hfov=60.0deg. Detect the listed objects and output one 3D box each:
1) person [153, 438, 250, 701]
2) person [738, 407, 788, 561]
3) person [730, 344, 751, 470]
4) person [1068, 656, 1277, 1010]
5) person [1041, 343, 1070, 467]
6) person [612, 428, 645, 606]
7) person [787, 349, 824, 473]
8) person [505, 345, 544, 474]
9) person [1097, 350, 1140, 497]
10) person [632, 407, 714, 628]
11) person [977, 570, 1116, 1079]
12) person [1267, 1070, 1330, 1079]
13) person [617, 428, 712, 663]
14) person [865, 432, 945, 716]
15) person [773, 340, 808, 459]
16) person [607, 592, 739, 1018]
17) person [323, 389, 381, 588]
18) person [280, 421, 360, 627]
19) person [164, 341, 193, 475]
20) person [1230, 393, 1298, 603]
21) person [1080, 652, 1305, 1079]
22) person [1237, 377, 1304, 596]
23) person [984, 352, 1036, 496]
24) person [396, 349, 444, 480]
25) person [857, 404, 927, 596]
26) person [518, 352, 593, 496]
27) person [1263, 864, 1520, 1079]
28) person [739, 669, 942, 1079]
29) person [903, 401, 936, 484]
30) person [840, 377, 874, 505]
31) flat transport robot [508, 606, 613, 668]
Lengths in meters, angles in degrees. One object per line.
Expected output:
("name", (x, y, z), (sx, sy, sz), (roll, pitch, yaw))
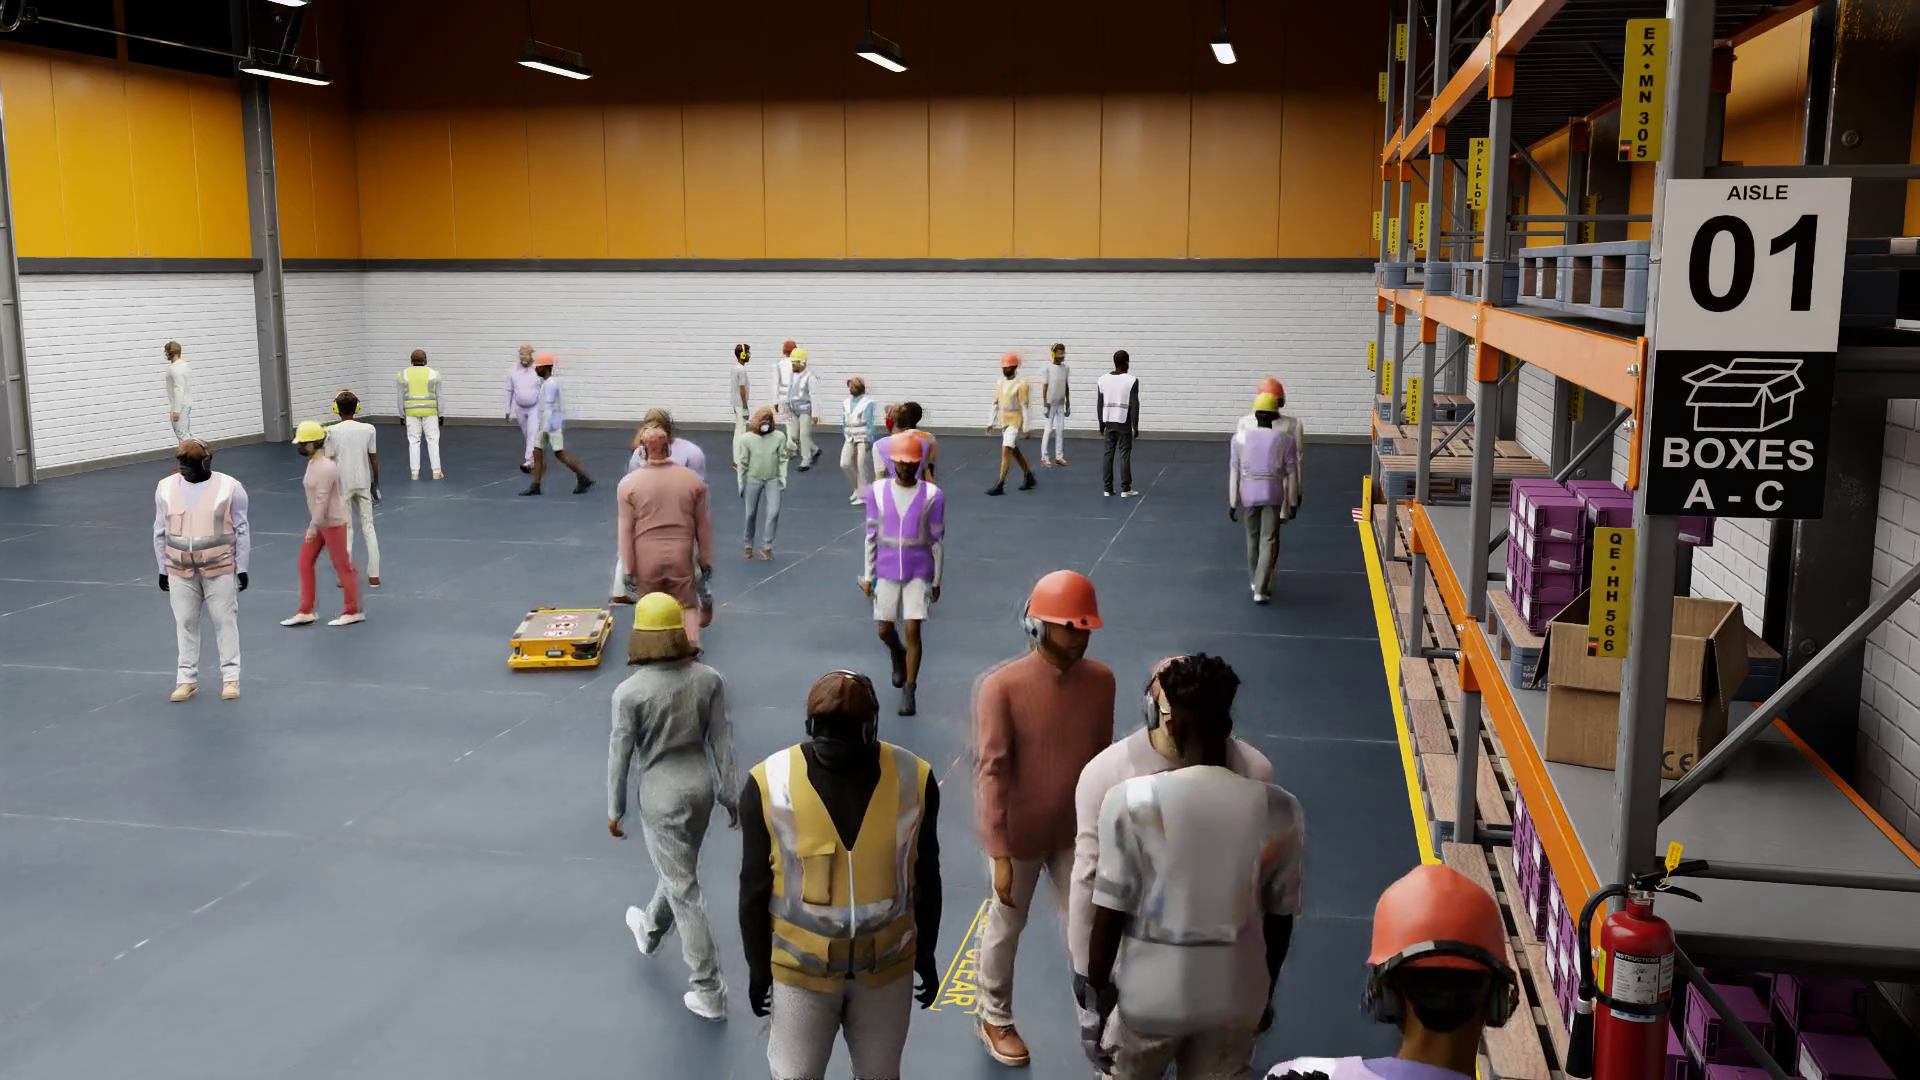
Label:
("person", (-5.278, 0.207, 11.583), (0.619, 1.839, 0.430), (-1, 10, -9))
("person", (-2.014, -0.575, 17.028), (0.518, 1.583, 0.697), (-3, 10, -16))
("person", (-3.228, -1.970, 24.617), (0.328, 1.864, 0.506), (-3, 10, -19))
("person", (0.664, 1.251, 5.238), (0.661, 1.863, 0.975), (0, 9, -1))
("person", (1.445, -2.019, 24.952), (0.511, 1.858, 0.350), (-6, 11, -32))
("person", (-2.769, -0.214, 14.850), (0.847, 1.584, 0.517), (-8, 12, -39))
("person", (-2.245, -1.888, 24.271), (0.552, 1.812, 0.639), (-8, 12, -38))
("person", (-6.309, -1.904, 24.234), (0.670, 1.853, 1.015), (1, 10, 8))
("person", (2.063, -1.516, 21.736), (0.590, 1.913, 0.396), (6, 11, 32))
("person", (-2.307, -0.133, 13.444), (0.651, 1.904, 0.634), (3, 10, 17))
("person", (0.344, 1.075, 6.025), (0.633, 1.939, 1.013), (-5, 11, -27))
("person", (0.568, 1.712, 3.030), (0.554, 1.680, 0.655), (-4, 10, -21))
("person", (-2.063, 0.155, 11.730), (0.671, 1.883, 0.613), (-4, 10, -24))
("person", (-0.367, 0.202, 11.345), (0.550, 1.920, 0.643), (1, 9, 7))
("person", (-2.656, -2.207, 26.099), (0.588, 1.858, 0.880), (2, 10, 13))
("person", (-1.231, 1.053, 6.887), (0.500, 1.681, 0.939), (-8, 12, -39))
("person", (-5.688, -0.469, 15.549), (0.521, 1.873, 0.328), (-6, 11, -33))
("person", (-5.367, -0.114, 13.790), (0.735, 1.734, 0.518), (-8, 12, -40))
("person", (-11.214, -1.887, 23.890), (0.357, 1.937, 0.637), (-3, 10, -17))
("person", (2.749, -0.391, 15.071), (0.601, 1.879, 0.920), (3, 10, 18))
("person", (0.651, 1.288, 4.767), (0.642, 1.932, 0.508), (-1, 9, -5))
("person", (2.897, -0.534, 15.545), (0.609, 2.003, 1.007), (3, 10, 18))
("person", (0.699, -1.552, 22.051), (1.001, 1.894, 0.559), (-7, 12, -37))
("person", (-7.595, -1.766, 23.453), (0.624, 1.844, 0.430), (-2, 10, -11))
("person", (-0.578, -0.314, 14.821), (0.593, 1.794, 0.982), (-6, 11, -33))
("person", (-5.312, -1.519, 21.810), (0.938, 1.904, 0.558), (-4, 10, -21))
("person", (0.809, 1.564, 2.994), (0.624, 1.966, 1.021), (5, 11, 29))
("person", (-0.353, 1.288, 5.063), (0.624, 1.840, 0.430), (-2, 10, -12))
("person", (-0.479, -0.524, 16.419), (0.553, 1.681, 0.373), (-6, 11, -32))
("person", (-1.297, -1.244, 20.967), (0.516, 1.627, 0.361), (7, 12, 37))
("flat transport robot", (-3.114, 0.746, 13.042), (0.652, 0.197, 1.431), (-1, 9, -7))
